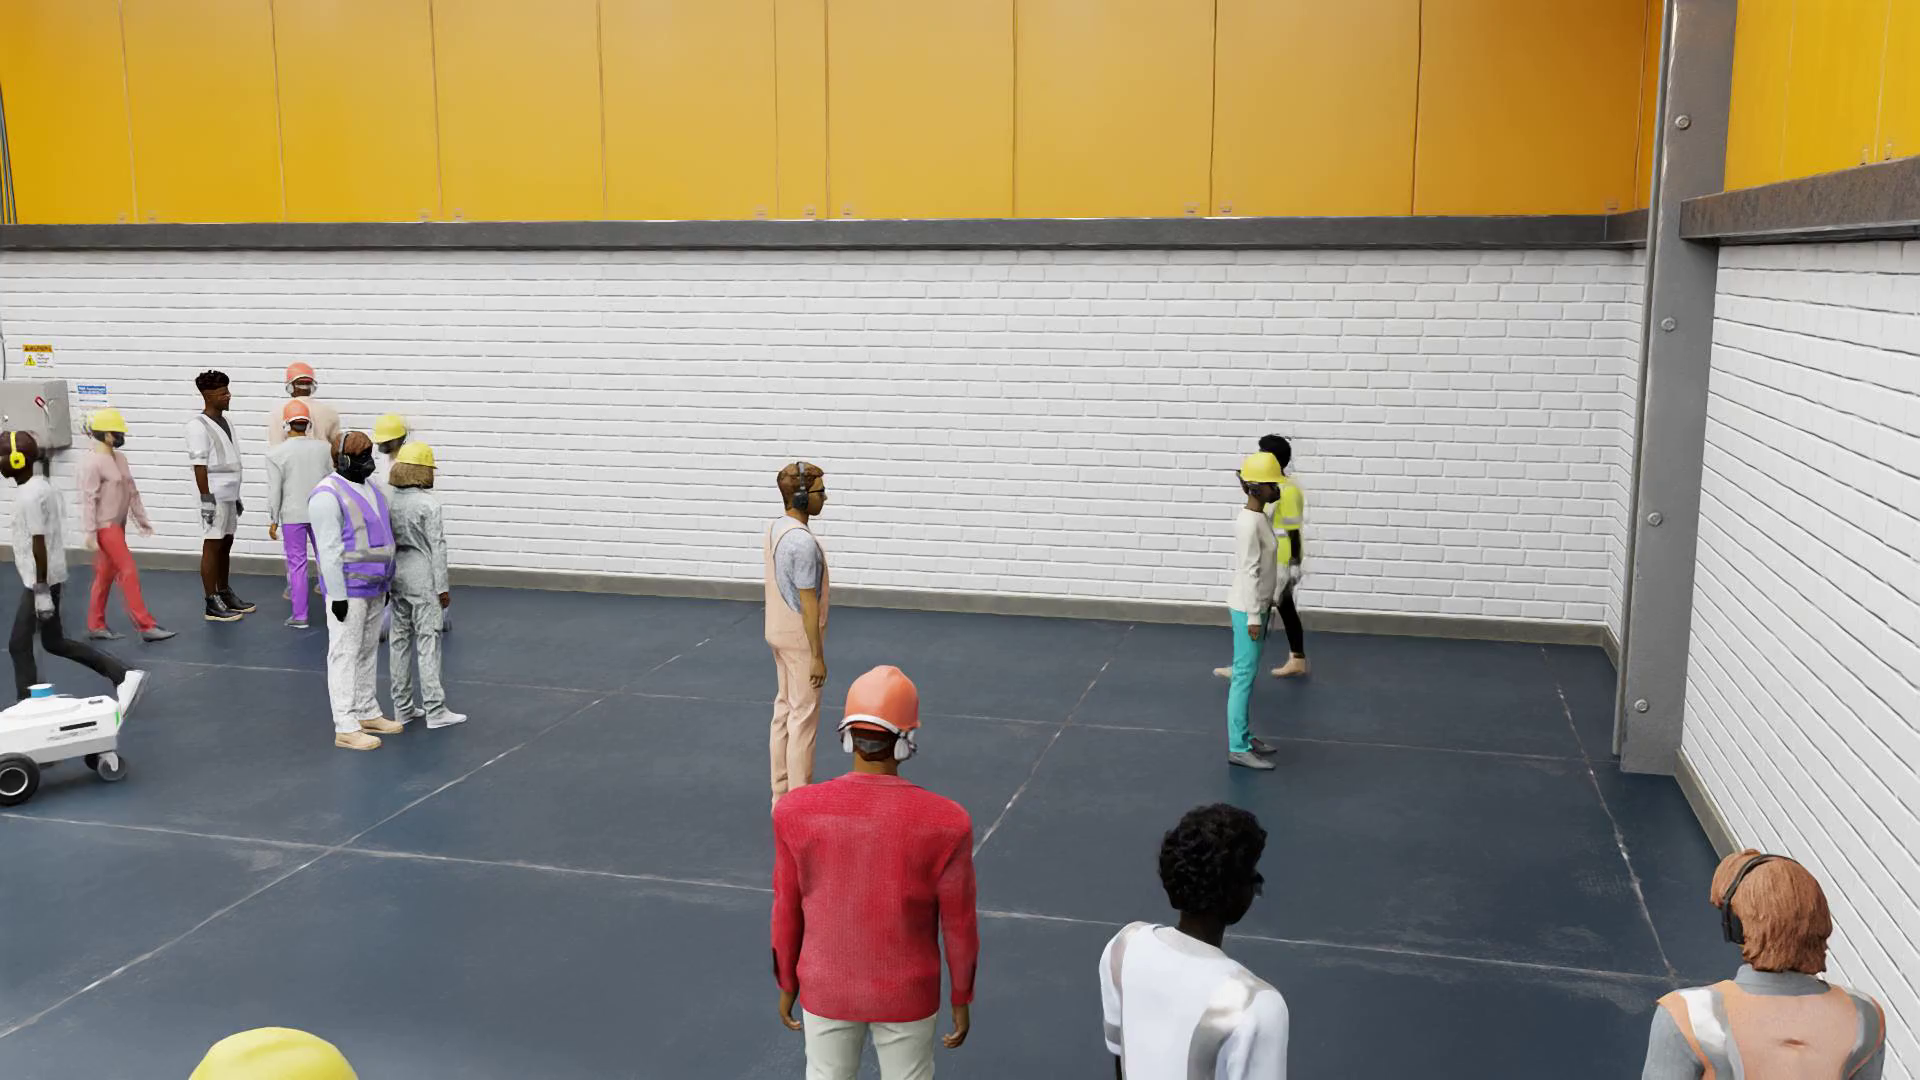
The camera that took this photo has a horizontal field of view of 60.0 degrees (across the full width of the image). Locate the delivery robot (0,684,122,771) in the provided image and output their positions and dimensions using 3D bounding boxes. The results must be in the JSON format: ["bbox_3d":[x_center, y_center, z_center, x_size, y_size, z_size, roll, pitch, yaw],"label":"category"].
[{"bbox_3d":[-4.888,1.012,8.887,0.707,0.478,0.477,-9,14,-41],"label":"delivery robot"}]

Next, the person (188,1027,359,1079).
[{"bbox_3d":[-0.900,1.540,2.314,0.590,1.835,0.404,7,12,37],"label":"person"}]

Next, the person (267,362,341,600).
[{"bbox_3d":[-5.422,-0.483,13.809,0.407,1.974,0.651,9,13,42],"label":"person"}]

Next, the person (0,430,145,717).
[{"bbox_3d":[-5.417,0.250,9.940,0.811,1.837,0.523,-4,10,-22],"label":"person"}]

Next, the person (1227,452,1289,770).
[{"bbox_3d":[1.667,0.392,9.314,0.331,1.765,0.533,2,10,13],"label":"person"}]

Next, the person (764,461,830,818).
[{"bbox_3d":[-0.788,0.526,8.250,0.333,1.844,0.515,-4,11,-25],"label":"person"}]

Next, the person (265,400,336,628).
[{"bbox_3d":[-5.058,-0.204,12.813,0.564,1.753,0.336,-8,13,-41],"label":"person"}]

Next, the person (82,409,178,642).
[{"bbox_3d":[-6.126,-0.096,12.249,0.817,1.737,0.528,-1,10,-5],"label":"person"}]

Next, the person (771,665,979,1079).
[{"bbox_3d":[-0.231,1.203,4.576,0.575,1.739,0.353,1,10,5],"label":"person"}]

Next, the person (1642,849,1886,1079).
[{"bbox_3d":[1.641,1.446,3.466,0.525,1.632,0.318,-1,10,-7],"label":"person"}]

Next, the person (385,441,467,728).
[{"bbox_3d":[-3.279,0.270,10.085,0.487,1.734,0.325,5,11,26],"label":"person"}]

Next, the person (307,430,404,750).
[{"bbox_3d":[-3.506,0.280,9.710,0.430,1.845,0.620,1,10,7],"label":"person"}]

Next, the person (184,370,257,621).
[{"bbox_3d":[-5.831,-0.357,13.093,0.368,1.966,0.603,0,10,-3],"label":"person"}]

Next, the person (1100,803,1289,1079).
[{"bbox_3d":[0.501,1.396,3.592,0.323,1.688,0.540,-6,11,-33],"label":"person"}]

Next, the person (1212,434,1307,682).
[{"bbox_3d":[2.005,0.134,11.082,0.804,1.658,0.542,-1,10,-9],"label":"person"}]

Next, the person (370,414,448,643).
[{"bbox_3d":[-4.114,-0.080,12.207,0.527,1.697,0.866,6,11,32],"label":"person"}]
